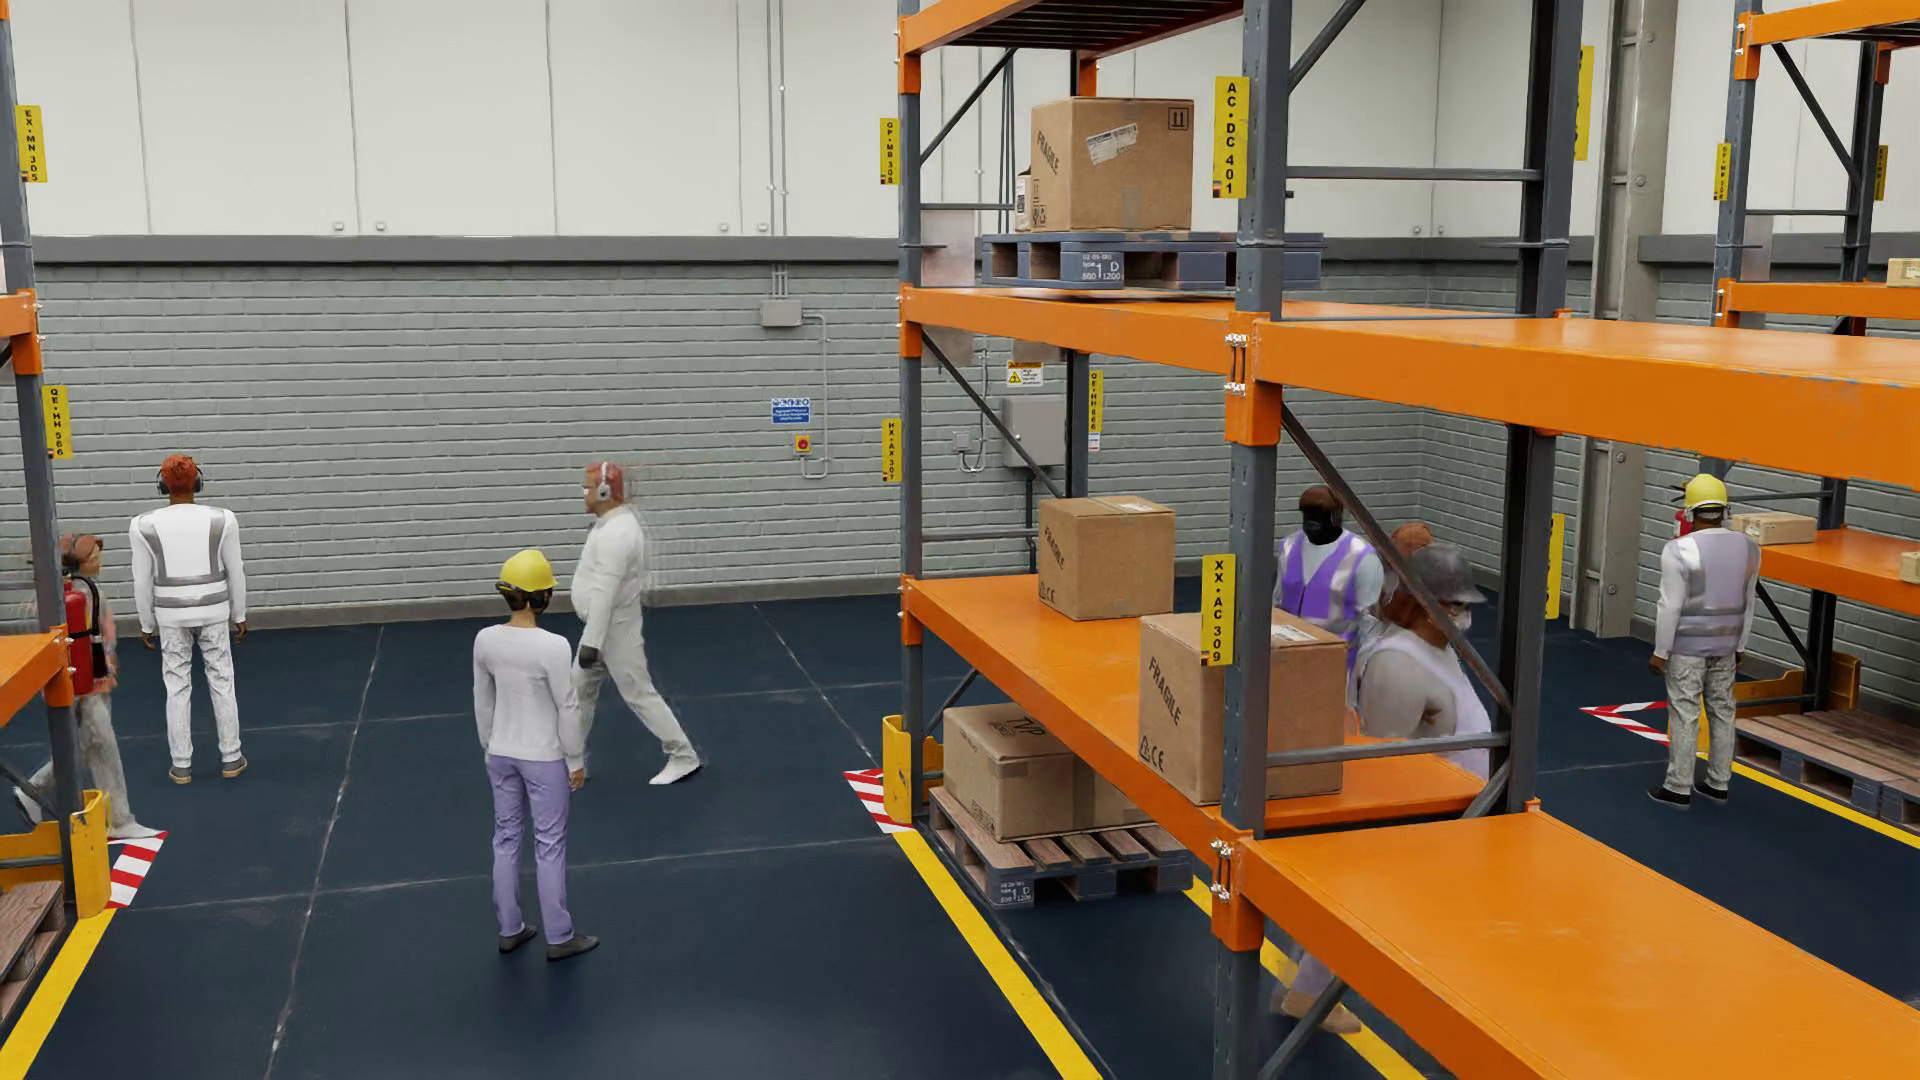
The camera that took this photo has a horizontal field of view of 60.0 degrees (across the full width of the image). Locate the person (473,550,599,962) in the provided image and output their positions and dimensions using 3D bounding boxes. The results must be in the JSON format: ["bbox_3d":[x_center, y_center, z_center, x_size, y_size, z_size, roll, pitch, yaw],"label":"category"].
[{"bbox_3d":[-1.829,0.919,7.117,0.523,1.769,0.324,5,11,26],"label":"person"}]

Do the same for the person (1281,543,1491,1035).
[{"bbox_3d":[1.700,0.944,6.189,1.047,2.000,0.684,3,10,17],"label":"person"}]

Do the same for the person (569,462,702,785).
[{"bbox_3d":[-1.946,0.487,9.348,0.990,1.865,0.648,-2,10,-13],"label":"person"}]

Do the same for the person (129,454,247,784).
[{"bbox_3d":[-4.366,0.447,9.469,0.574,1.885,0.355,-4,11,-24],"label":"person"}]

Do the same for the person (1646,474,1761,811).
[{"bbox_3d":[4.002,0.555,9.014,0.591,1.829,0.404,-3,10,-14],"label":"person"}]

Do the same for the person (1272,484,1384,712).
[{"bbox_3d":[1.877,0.618,8.658,0.431,1.836,0.643,-9,13,-42],"label":"person"}]

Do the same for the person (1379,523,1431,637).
[{"bbox_3d":[2.311,0.717,8.644,0.280,1.634,0.498,-1,10,-4],"label":"person"}]

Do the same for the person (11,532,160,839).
[{"bbox_3d":[-4.505,0.758,8.457,0.653,1.618,0.528,-2,10,-11],"label":"person"}]
